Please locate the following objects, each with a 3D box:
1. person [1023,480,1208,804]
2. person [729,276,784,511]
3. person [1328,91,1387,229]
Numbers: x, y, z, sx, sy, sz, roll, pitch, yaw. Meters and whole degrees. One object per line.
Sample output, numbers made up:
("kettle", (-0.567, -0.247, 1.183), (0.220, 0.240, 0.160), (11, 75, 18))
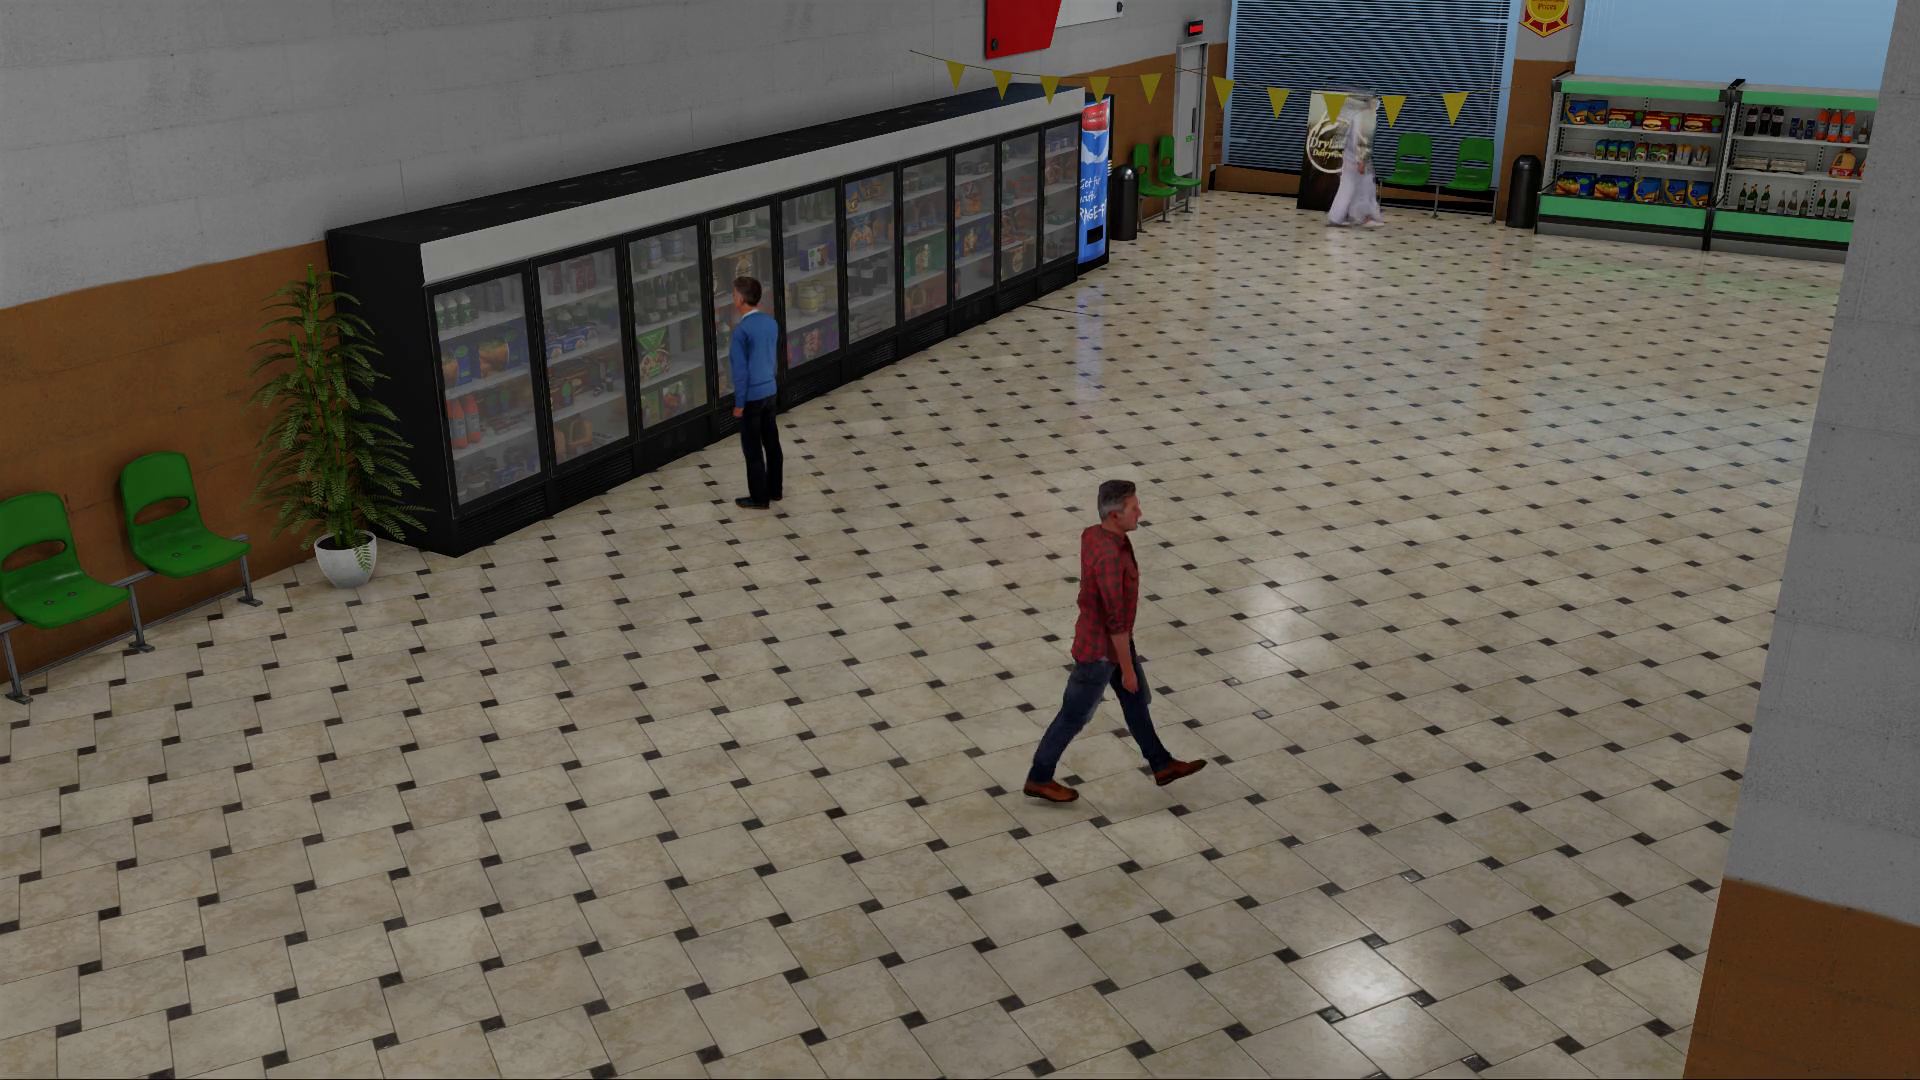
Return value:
("person", (0.647, 0.569, 8.611), (1.331, 1.781, 1.085), (1, 22, 3))
("person", (-1.570, -1.139, 12.818), (0.532, 1.813, 0.645), (12, 25, 28))
("person", (5.424, -5.235, 22.943), (1.212, 1.864, 0.895), (16, 27, 35))
